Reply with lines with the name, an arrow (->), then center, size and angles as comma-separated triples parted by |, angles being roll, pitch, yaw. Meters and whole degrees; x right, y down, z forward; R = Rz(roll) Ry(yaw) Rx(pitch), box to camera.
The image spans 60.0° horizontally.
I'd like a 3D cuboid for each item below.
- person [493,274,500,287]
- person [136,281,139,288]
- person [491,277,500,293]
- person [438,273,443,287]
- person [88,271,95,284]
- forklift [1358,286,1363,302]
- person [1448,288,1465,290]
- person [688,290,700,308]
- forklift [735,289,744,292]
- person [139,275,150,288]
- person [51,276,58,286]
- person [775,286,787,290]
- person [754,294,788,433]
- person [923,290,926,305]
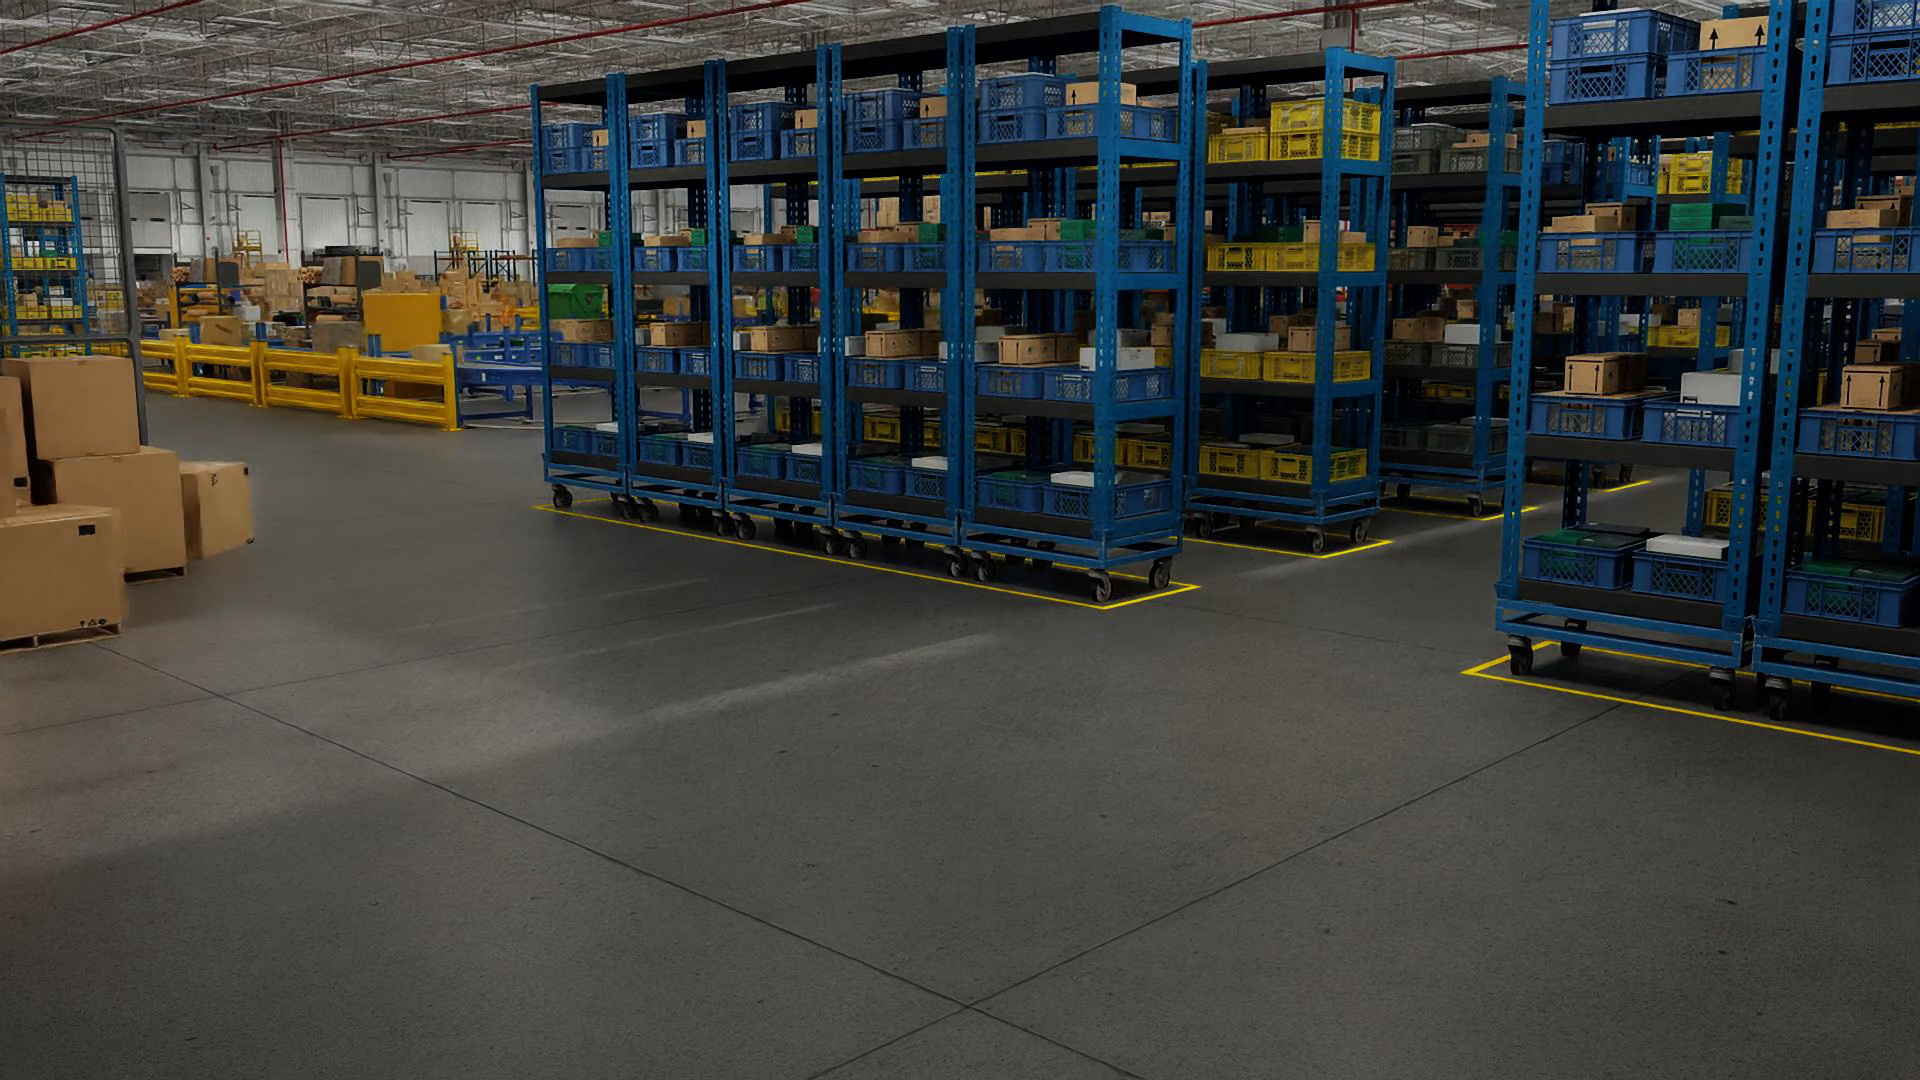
person -> -20.897, -11.089, 75.109 | 0.342, 1.842, 0.506 | -3, 10, -17
person -> -32.698, -9.623, 65.829 | 0.550, 1.935, 0.376 | 6, 11, 34
person -> -16.567, -8.497, 59.445 | 0.315, 1.769, 0.523 | -1, 9, -3
person -> -22.761, -10.752, 72.955 | 0.520, 1.873, 0.328 | 8, 12, 41
person -> -41.475, -11.860, 79.510 | 0.394, 1.945, 0.618 | -6, 11, -32
forklift -> 11.100, -7.017, 46.970 | 1.873, 2.768, 1.129 | 9, 13, 43
person -> 18.139, -8.778, 60.773 | 0.672, 1.893, 0.453 | 8, 12, 42
person -> -7.810, -6.831, 49.286 | 0.527, 1.757, 0.433 | -8, 12, -41
forklift -> -11.414, -12.517, 80.688 | 1.873, 2.768, 1.129 | 9, 13, 43
person -> -38.578, -11.631, 78.587 | 0.653, 1.783, 0.992 | 3, 10, 18
person -> -38.322, -10.406, 70.639 | 0.627, 1.935, 0.371 | -2, 9, -13
person -> -7.277, -10.019, 68.167 | 0.609, 1.964, 0.367 | -6, 11, -31
person -> -2.162, -1.854, 18.664 | 0.934, 1.778, 0.622 | -8, 12, -39
person -> -1.416, -8.373, 59.033 | 0.874, 1.649, 0.552 | 6, 11, 34
